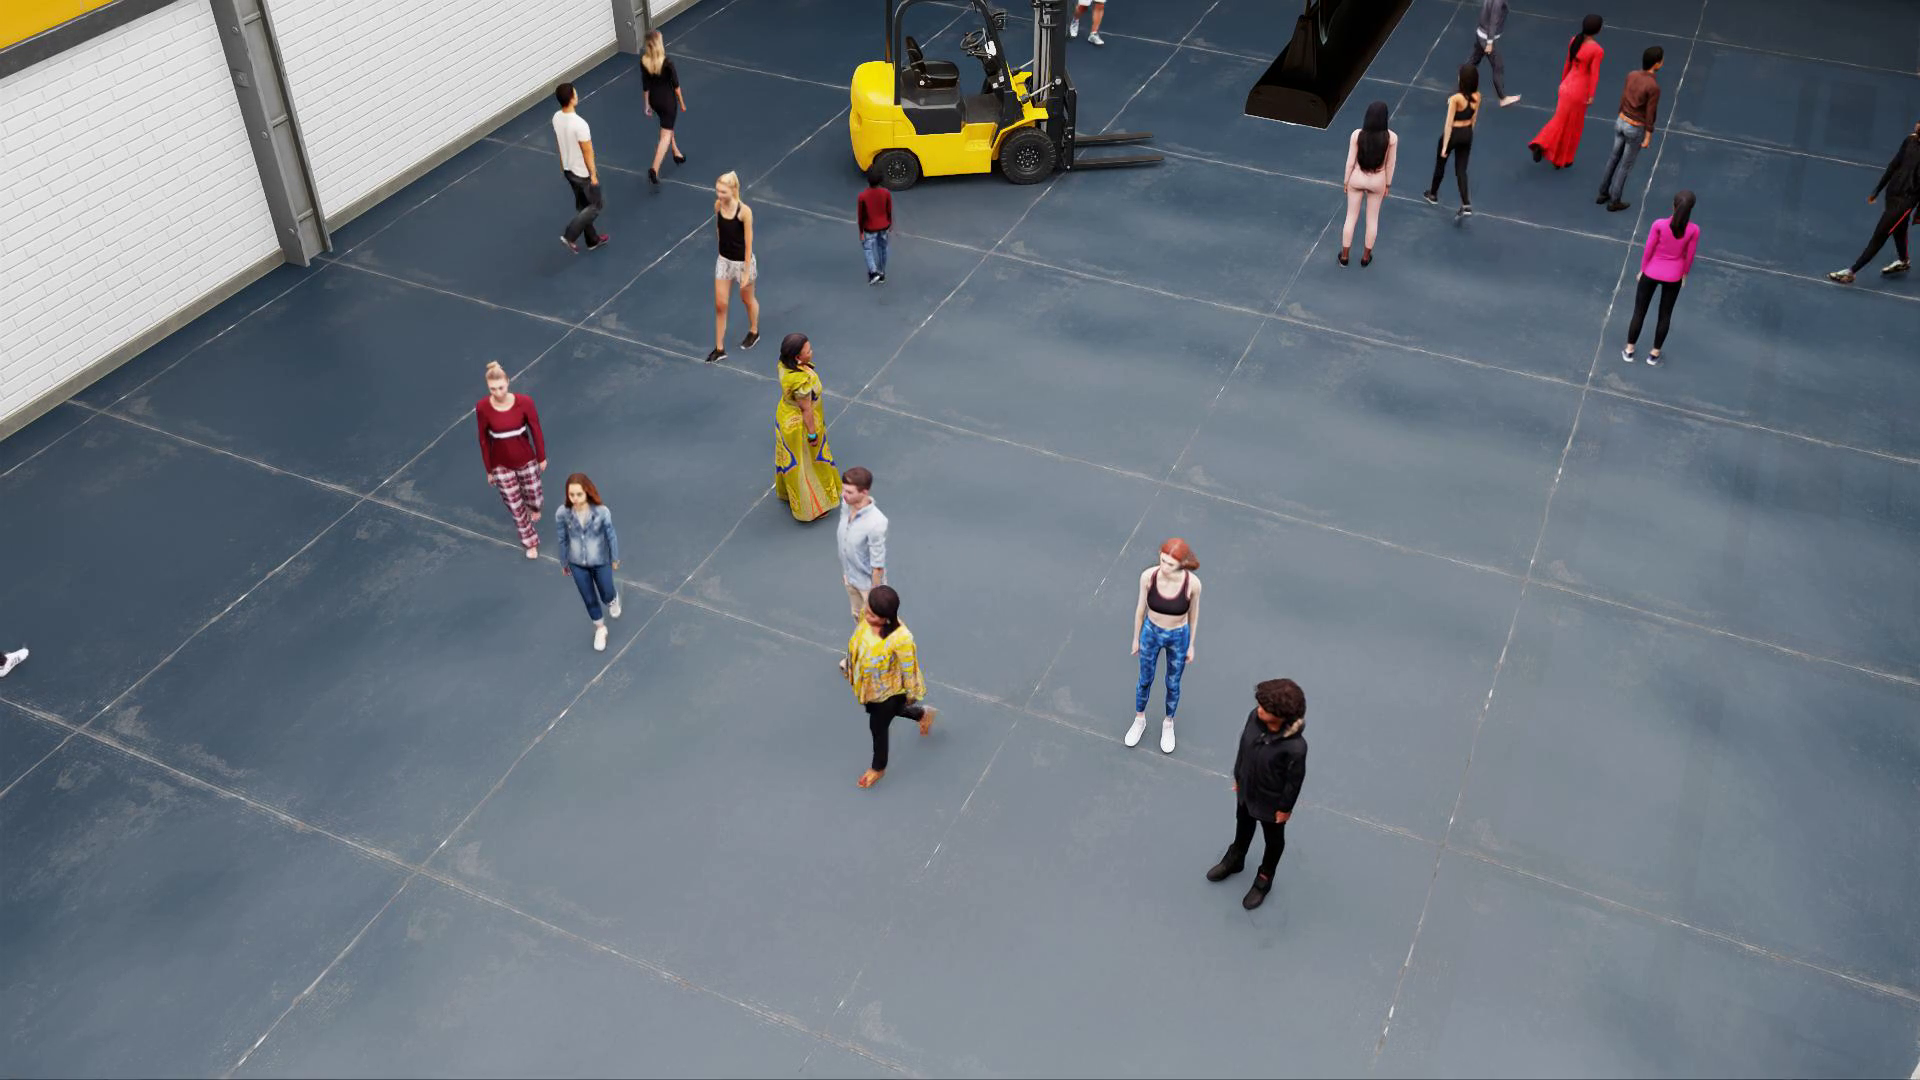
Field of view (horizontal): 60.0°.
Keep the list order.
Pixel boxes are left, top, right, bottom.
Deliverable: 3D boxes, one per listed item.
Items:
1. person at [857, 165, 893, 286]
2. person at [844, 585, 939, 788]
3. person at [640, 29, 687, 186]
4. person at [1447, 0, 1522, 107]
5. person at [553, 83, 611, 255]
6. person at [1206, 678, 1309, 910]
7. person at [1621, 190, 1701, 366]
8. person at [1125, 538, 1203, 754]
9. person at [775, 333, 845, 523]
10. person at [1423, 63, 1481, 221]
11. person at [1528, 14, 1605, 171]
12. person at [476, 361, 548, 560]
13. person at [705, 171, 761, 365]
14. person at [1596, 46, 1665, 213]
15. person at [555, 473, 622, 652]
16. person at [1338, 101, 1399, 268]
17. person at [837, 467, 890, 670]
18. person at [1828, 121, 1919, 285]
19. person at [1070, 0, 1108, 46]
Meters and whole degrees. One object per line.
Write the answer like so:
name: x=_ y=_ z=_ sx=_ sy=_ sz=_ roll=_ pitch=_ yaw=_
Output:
person: x=-0.803 y=-3.041 z=16.208 sx=0.666 sy=1.249 sz=0.727 roll=-12 pitch=40 yaw=-15
person: x=-0.432 y=0.905 z=10.962 sx=1.090 sy=1.629 sz=0.961 roll=-25 pitch=45 yaw=-28
person: x=-3.221 y=-4.617 z=17.867 sx=0.538 sy=1.640 sz=1.067 roll=16 pitch=41 yaw=19
person: x=6.055 y=-5.831 z=19.325 sx=1.025 sy=1.718 sz=1.109 roll=-3 pitch=39 yaw=-4
person: x=-3.843 y=-3.651 z=16.542 sx=0.776 sy=1.796 sz=0.943 roll=27 pitch=46 yaw=29
person: x=1.862 y=1.493 z=10.106 sx=0.736 sy=1.778 sz=0.717 roll=-26 pitch=45 yaw=-29
person: x=6.344 y=-2.379 z=15.027 sx=0.613 sy=1.698 sz=0.598 roll=11 pitch=40 yaw=13
person: x=1.369 y=0.692 z=11.112 sx=0.618 sy=1.785 sz=0.610 roll=8 pitch=39 yaw=10
person: x=-1.266 y=-0.924 z=13.235 sx=1.046 sy=1.660 sz=0.996 roll=-15 pitch=41 yaw=-17
person: x=5.200 y=-4.099 z=17.239 sx=0.991 sy=1.615 sz=1.117 roll=-9 pitch=39 yaw=-11
person: x=6.593 y=-4.819 z=18.022 sx=0.948 sy=1.772 sz=0.862 roll=-19 pitch=42 yaw=-22
person: x=-3.449 y=-0.637 z=12.850 sx=0.831 sy=1.682 sz=0.897 roll=-9 pitch=40 yaw=-12
person: x=-1.973 y=-2.557 z=15.146 sx=0.597 sy=1.817 sz=0.944 roll=17 pitch=42 yaw=21
person: x=6.990 y=-4.293 z=17.351 sx=0.754 sy=1.778 sz=0.713 roll=-16 pitch=41 yaw=-19
person: x=-2.680 y=0.107 z=12.090 sx=0.729 sy=1.467 sz=0.819 roll=-1 pitch=39 yaw=-2
person: x=4.015 y=-3.504 z=16.407 sx=0.664 sy=1.723 sz=0.615 roll=7 pitch=39 yaw=9
person: x=-0.643 y=0.250 z=11.607 sx=0.725 sy=1.848 sz=0.731 roll=-25 pitch=45 yaw=-28
person: x=9.208 y=-3.293 z=16.116 sx=1.164 sy=1.757 sz=1.226 roll=-6 pitch=39 yaw=-7
person: x=1.668 y=-7.141 z=20.875 sx=0.952 sy=1.832 sz=1.009 roll=-13 pitch=40 yaw=-15
